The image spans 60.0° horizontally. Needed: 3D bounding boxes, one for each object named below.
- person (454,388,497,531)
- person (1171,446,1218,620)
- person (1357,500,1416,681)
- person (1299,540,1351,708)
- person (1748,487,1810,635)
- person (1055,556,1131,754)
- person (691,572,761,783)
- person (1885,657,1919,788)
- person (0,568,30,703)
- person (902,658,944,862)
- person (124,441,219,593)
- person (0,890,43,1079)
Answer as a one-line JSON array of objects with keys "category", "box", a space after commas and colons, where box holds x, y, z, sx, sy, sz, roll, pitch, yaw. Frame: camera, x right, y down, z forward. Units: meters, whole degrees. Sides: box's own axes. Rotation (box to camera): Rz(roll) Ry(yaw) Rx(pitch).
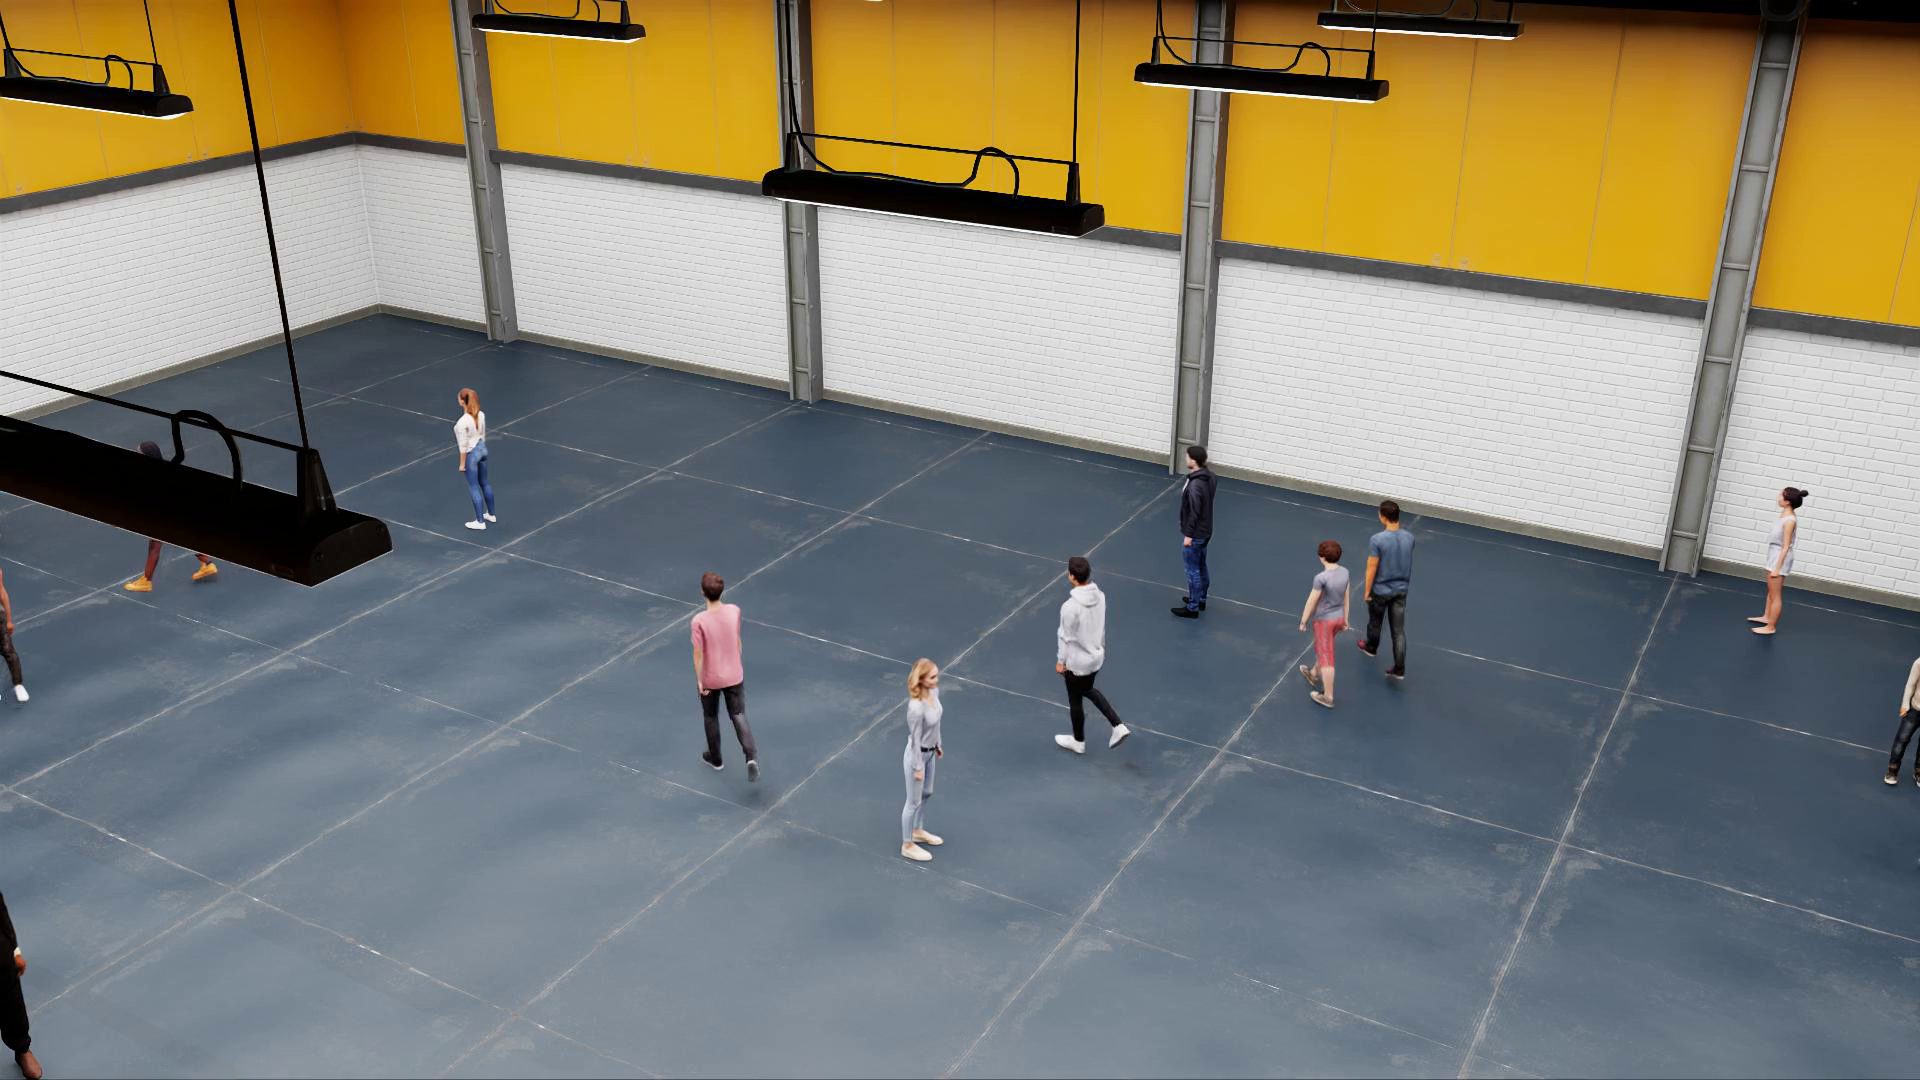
[{"category": "person", "box": [-5.738, -0.974, 19.675, 0.576, 1.720, 0.639, 9, 25, 19]}, {"category": "person", "box": [2.489, -0.095, 17.448, 0.546, 1.892, 0.671, 12, 27, 26]}, {"category": "person", "box": [4.229, 0.535, 16.180, 1.164, 1.753, 1.186, -5, 24, -11]}, {"category": "person", "box": [3.525, 0.814, 15.693, 0.862, 1.633, 0.999, -12, 27, -26]}, {"category": "person", "box": [8.455, 0.191, 17.139, 0.562, 1.616, 0.601, 8, 25, 18]}, {"category": "person", "box": [1.173, 1.080, 14.742, 1.009, 1.907, 0.801, 21, 31, 39]}, {"category": "person", "box": [-2.024, 1.218, 14.390, 0.980, 1.936, 1.174, -14, 27, -28]}, {"category": "person", "box": [8.399, 1.449, 14.450, 0.507, 1.465, 0.648, 8, 25, 17]}, {"category": "person", "box": [-9.193, 0.754, 15.746, 0.661, 1.700, 0.683, -13, 27, -27]}, {"category": "person", "box": [-0.313, 1.742, 13.370, 0.567, 1.792, 0.616, 9, 25, 20]}, {"category": "person", "box": [-8.550, -0.268, 18.112, 1.080, 1.677, 1.188, -12, 26, -26]}, {"category": "person", "box": [-6.444, 2.761, 10.899, 0.790, 1.904, 0.754, -17, 29, -34]}]
